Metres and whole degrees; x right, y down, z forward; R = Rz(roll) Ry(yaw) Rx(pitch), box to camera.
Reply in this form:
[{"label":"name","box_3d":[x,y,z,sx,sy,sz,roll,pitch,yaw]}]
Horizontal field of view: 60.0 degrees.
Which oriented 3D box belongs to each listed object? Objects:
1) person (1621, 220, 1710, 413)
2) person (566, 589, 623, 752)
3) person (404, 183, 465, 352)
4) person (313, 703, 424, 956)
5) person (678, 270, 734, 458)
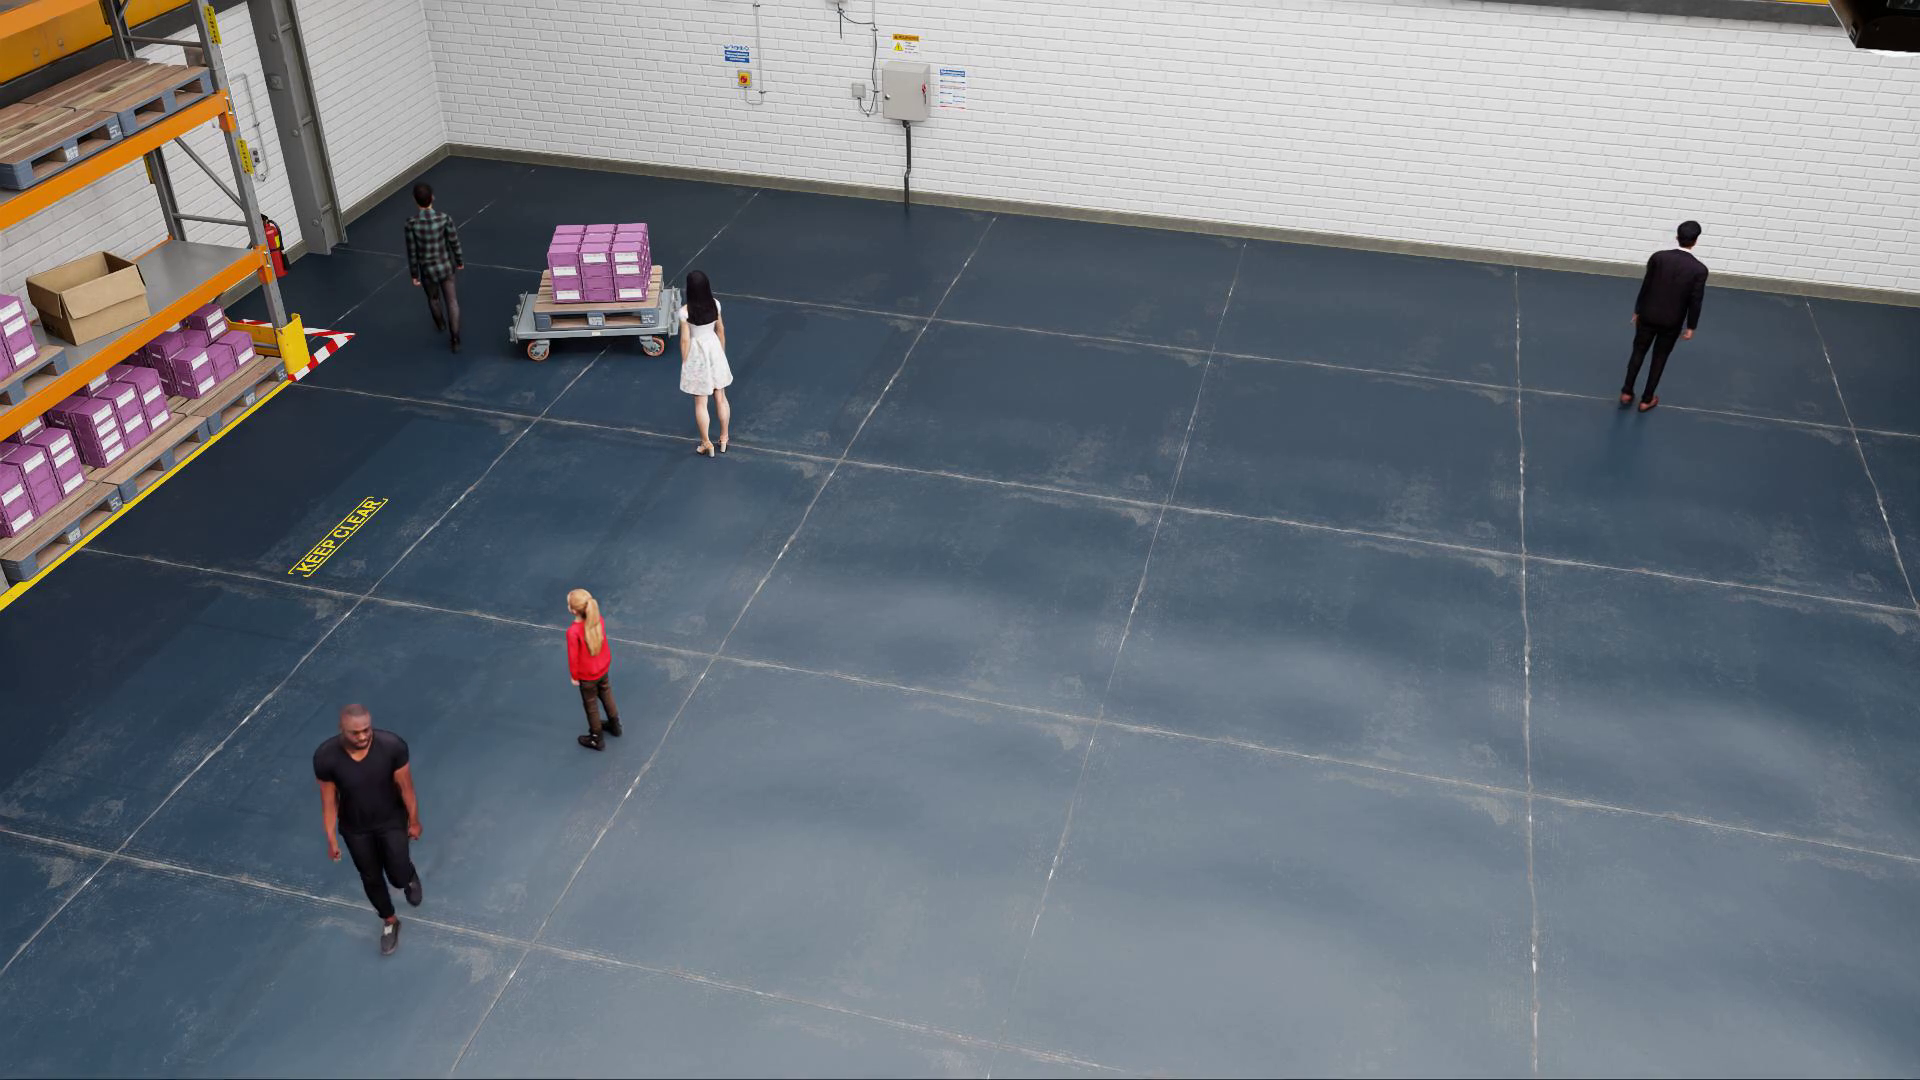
[{"label":"person","box_3d":[6.463,-2.057,15.359,0.802,1.877,0.732,21,39,28]},{"label":"person","box_3d":[-2.544,0.882,11.475,0.580,1.282,0.472,16,37,22]},{"label":"person","box_3d":[-5.182,-2.679,16.531,1.060,1.685,1.165,-11,35,-17]},{"label":"person","box_3d":[-3.461,1.630,9.877,0.863,1.804,0.926,-4,34,-6]},{"label":"person","box_3d":[-2.257,-1.565,14.711,0.769,1.775,0.834,-19,38,-27]}]
